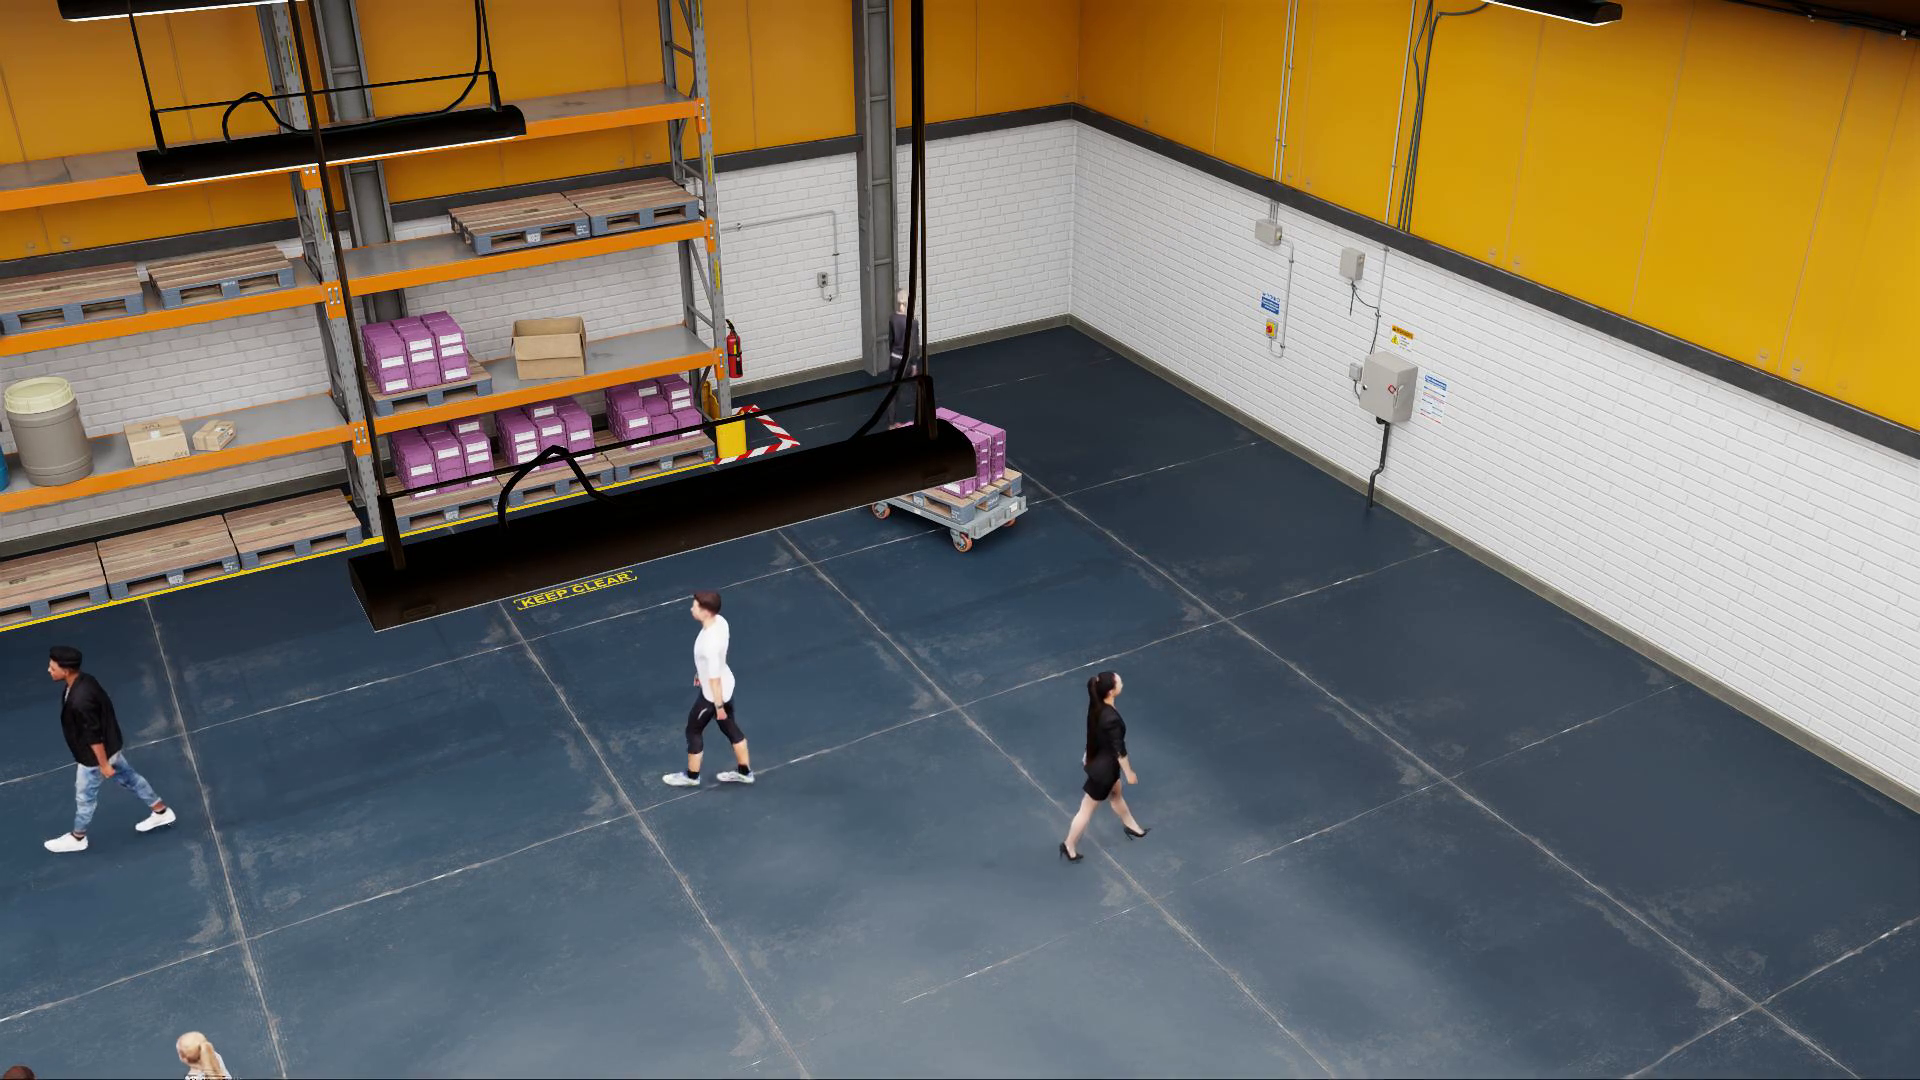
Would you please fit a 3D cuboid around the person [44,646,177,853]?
[{"bbox_3d":[-6.525,1.574,12.762,1.192,1.766,0.804,-11,30,-19],"label":"person"}]

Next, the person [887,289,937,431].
[{"bbox_3d":[-0.695,-2.081,19.540,0.958,1.692,1.122,15,32,25],"label":"person"}]

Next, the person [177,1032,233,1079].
[{"bbox_3d":[-4.348,3.455,9.856,0.936,1.248,0.825,4,29,8],"label":"person"}]

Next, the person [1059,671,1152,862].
[{"bbox_3d":[0.986,1.754,12.547,1.077,1.656,0.808,-6,29,-10],"label":"person"}]

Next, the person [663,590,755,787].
[{"bbox_3d":[-1.875,1.207,13.370,1.098,1.828,0.988,3,29,6],"label":"person"}]
